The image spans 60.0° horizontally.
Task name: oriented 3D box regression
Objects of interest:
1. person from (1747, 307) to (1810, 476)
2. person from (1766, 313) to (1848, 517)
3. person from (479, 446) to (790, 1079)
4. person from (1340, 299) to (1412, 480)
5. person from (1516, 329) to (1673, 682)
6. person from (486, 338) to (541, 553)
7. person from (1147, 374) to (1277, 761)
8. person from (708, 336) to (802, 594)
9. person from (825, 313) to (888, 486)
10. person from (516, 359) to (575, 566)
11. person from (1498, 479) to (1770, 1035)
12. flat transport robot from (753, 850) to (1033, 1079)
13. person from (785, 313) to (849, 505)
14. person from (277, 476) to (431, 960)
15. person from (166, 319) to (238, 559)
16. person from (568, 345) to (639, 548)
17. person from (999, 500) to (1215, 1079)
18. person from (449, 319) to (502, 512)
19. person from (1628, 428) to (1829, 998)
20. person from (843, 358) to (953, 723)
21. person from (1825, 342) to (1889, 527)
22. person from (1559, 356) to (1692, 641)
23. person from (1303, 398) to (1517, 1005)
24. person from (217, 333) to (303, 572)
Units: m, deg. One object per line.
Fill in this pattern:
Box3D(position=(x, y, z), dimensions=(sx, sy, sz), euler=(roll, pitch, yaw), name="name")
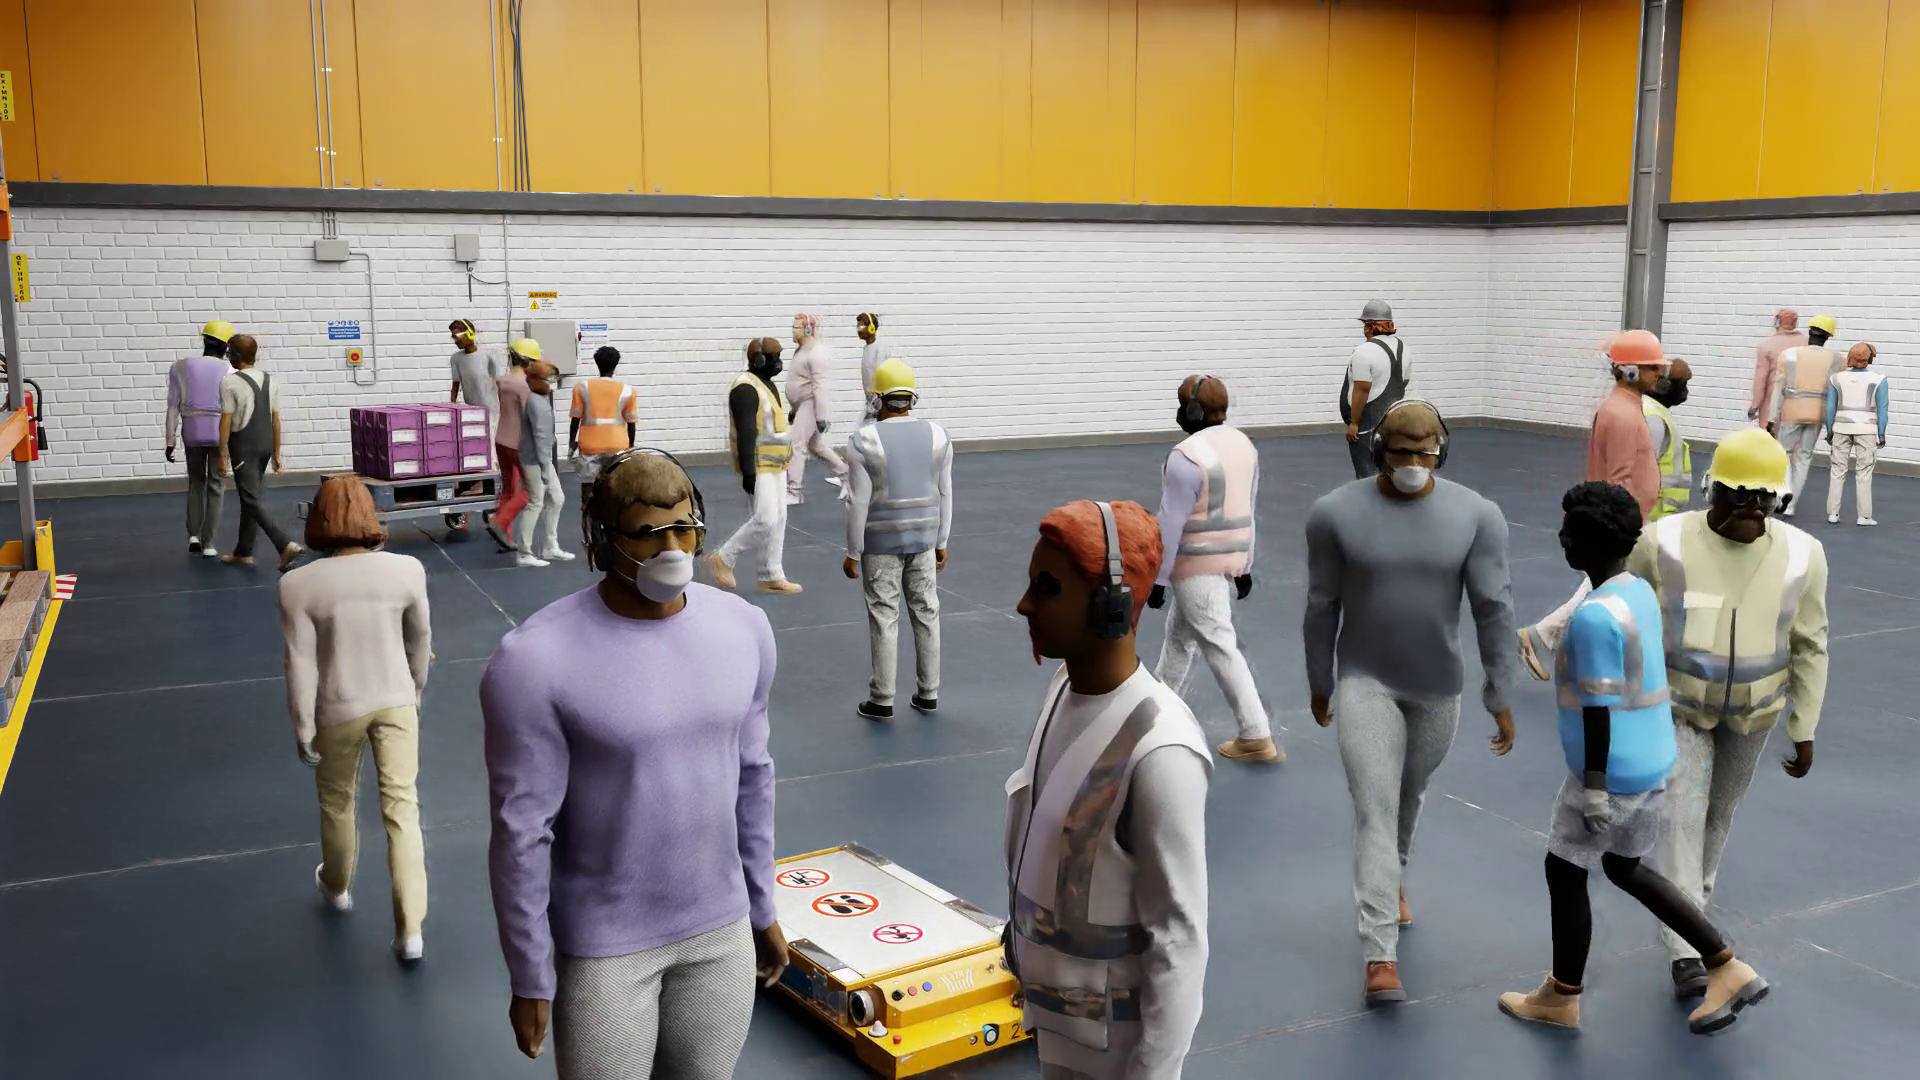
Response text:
Box3D(position=(8.476, -1.442, 17.156), dimensions=(0.644, 1.908, 0.403), euler=(0, 9, -3), name="person")
Box3D(position=(7.757, -1.133, 15.271), dimensions=(0.633, 1.884, 0.453), euler=(3, 10, 18), name="person")
Box3D(position=(-0.612, 0.778, 3.274), dimensions=(0.635, 1.937, 0.353), euler=(-8, 12, -42), name="person")
Box3D(position=(3.538, -1.063, 14.379), dimensions=(0.682, 2.000, 0.537), euler=(-8, 12, -40), name="person")
Box3D(position=(3.377, -0.114, 8.707), dimensions=(0.741, 1.974, 0.621), euler=(3, 10, 20), name="person")
Box3D(position=(-3.538, -0.737, 13.276), dimensions=(0.525, 1.733, 0.577), euler=(-8, 12, -42), name="person")
Box3D(position=(1.132, 0.125, 7.805), dimensions=(0.948, 1.799, 0.644), euler=(7, 11, 37), name="person")
Box3D(position=(-1.421, -0.508, 11.603), dimensions=(0.536, 1.822, 0.642), euler=(2, 9, 14), name="person")
Box3D(position=(-0.971, -1.427, 17.272), dimensions=(0.915, 1.826, 0.539), euler=(-5, 10, -28), name="person")
Box3D(position=(-3.193, -0.577, 12.695), dimensions=(0.497, 1.599, 0.538), euler=(-1, 9, -6), name="person")
Box3D(position=(1.990, 0.659, 4.840), dimensions=(0.653, 1.663, 0.558), euler=(7, 11, 37), name="person")
Box3D(position=(-0.315, 1.279, 5.321), dimensions=(0.652, 0.197, 1.431), euler=(-6, 11, -34), name="flat transport robot")
Box3D(position=(-1.419, -1.284, 16.271), dimensions=(0.910, 1.879, 0.630), euler=(-3, 10, -16), name="person")
Box3D(position=(-2.024, 0.576, 5.620), dimensions=(0.499, 1.579, 0.900), euler=(-6, 11, -32), name="person")
Box3D(position=(-5.959, -0.804, 13.236), dimensions=(0.639, 1.886, 0.520), euler=(-2, 9, -15), name="person")
Box3D(position=(-2.875, -0.730, 13.441), dimensions=(0.568, 1.667, 0.423), euler=(-2, 9, -12), name="person")
Box3D(position=(0.242, 0.861, 2.932), dimensions=(0.356, 1.883, 0.573), euler=(-2, 9, -14), name="person")
Box3D(position=(-4.536, -1.166, 15.690), dimensions=(0.534, 1.820, 0.762), euler=(4, 10, 22), name="person")
Box3D(position=(2.395, 0.537, 5.236), dimensions=(0.604, 1.782, 0.907), euler=(2, 9, 11), name="person")
Box3D(position=(-0.322, 0.005, 8.392), dimensions=(0.587, 1.835, 0.403), euler=(-5, 10, -27), name="person")
Box3D(position=(7.999, -0.941, 14.857), dimensions=(0.311, 1.642, 0.512), euler=(-9, 13, -44), name="person")
Box3D(position=(3.949, -0.174, 9.669), dimensions=(0.981, 1.791, 0.630), euler=(3, 10, 17), name="person")
Box3D(position=(1.441, 0.472, 5.408), dimensions=(0.647, 1.884, 1.041), euler=(2, 9, 10), name="person")
Box3D(position=(-5.342, -0.660, 12.610), dimensions=(0.855, 1.818, 0.515), euler=(3, 10, 21), name="person")
